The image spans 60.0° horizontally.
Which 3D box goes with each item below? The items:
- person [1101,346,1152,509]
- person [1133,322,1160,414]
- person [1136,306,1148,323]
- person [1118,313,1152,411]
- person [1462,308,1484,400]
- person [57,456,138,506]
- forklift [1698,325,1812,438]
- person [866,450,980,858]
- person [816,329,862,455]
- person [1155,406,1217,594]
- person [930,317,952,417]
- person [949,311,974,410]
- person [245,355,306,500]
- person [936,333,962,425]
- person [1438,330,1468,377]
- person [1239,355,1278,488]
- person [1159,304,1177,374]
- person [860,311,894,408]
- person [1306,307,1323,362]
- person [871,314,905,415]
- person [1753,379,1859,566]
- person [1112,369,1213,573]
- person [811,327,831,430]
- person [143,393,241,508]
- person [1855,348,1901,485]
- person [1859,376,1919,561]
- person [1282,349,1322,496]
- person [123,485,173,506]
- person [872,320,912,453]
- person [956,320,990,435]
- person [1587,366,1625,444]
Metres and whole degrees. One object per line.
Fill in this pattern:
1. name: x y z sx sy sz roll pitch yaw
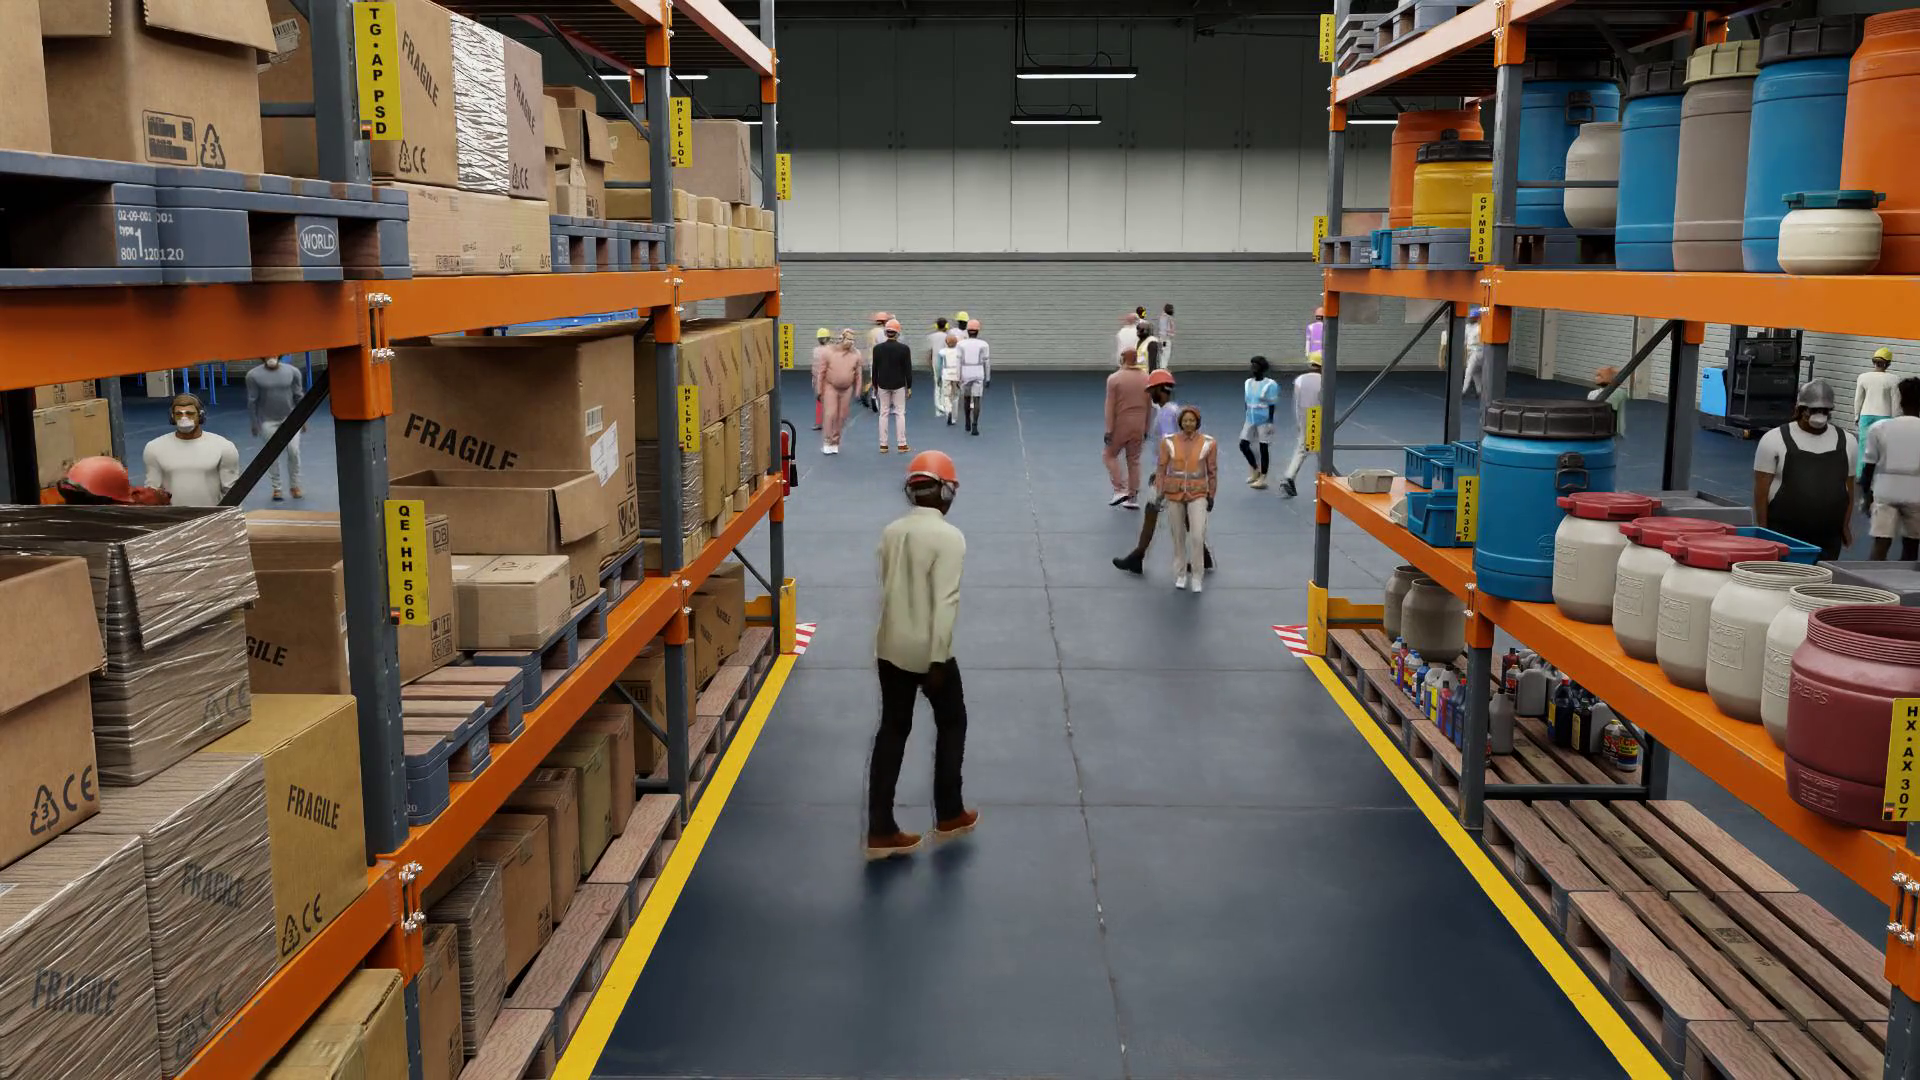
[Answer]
1. person: 1.926 -1.305 19.316 0.668 1.887 0.446 -5 11 -28
2. person: 3.260 -2.911 29.133 0.636 1.821 0.638 -5 11 -26
3. person: 4.083 -4.344 37.578 0.511 1.872 0.328 8 13 41
4. person: 3.363 -3.361 31.626 0.674 1.883 0.751 9 13 44
5. person: 10.794 -3.925 35.009 1.011 1.902 0.607 -5 11 -27
6. person: -3.888 0.644 7.286 0.669 2.005 0.656 6 11 31
7. forklift: 13.248 -3.165 27.620 1.129 2.768 1.873 0 9 1
8. person: -0.188 0.545 8.102 0.631 1.926 0.844 9 13 43
9. person: -1.773 -2.205 24.780 0.702 1.870 0.706 -3 10 -19
10. person: 1.944 -0.339 14.374 0.521 1.611 0.752 2 10 13
11. person: -0.344 -3.209 30.850 0.523 1.848 0.414 5 11 27
12. person: 0.020 -3.510 32.532 0.601 1.942 0.570 -9 13 -43
13. person: -8.204 -1.416 19.970 0.648 1.898 0.622 -4 10 -24
14. person: -0.146 -2.810 29.121 0.515 1.624 0.659 -1 10 -6
15. person: 9.787 -3.550 33.037 0.533 1.789 0.975 4 10 23
16. person: 3.779 -1.493 21.060 0.368 1.684 0.536 -9 13 -42
17. person: 5.301 -5.141 42.598 0.523 1.807 0.699 4 10 23
18. person: -1.611 -3.529 32.623 0.547 1.908 0.869 7 12 37
19. person: 7.648 -4.008 35.469 0.558 1.915 0.885 4 10 21
20. person: -1.345 -3.289 31.230 0.648 1.892 0.655 7 12 35
21. person: 6.033 -0.114 11.856 0.688 2.000 0.536 1 10 8
22. person: 1.935 -0.636 15.395 0.896 1.878 0.572 3 10 16
23. person: -2.284 -2.780 28.571 0.538 1.747 0.709 5 11 26
24. person: -5.410 -0.068 11.761 0.629 1.940 0.372 -3 10 -17
25. person: 11.752 -1.577 21.314 0.328 1.767 0.532 -8 13 -41
26. person: 7.628 -0.356 13.499 0.610 1.942 0.820 8 12 39
27. person: 4.316 -1.436 20.386 0.588 1.799 0.880 9 13 43
28. person: -3.861 0.681 7.661 0.634 1.838 0.725 2 10 14
29. person: -1.015 -2.320 25.081 0.625 1.991 0.391 2 10 14
30. person: 0.228 -2.745 27.947 0.561 1.883 0.953 1 10 6
31. person: 7.671 -1.287 20.012 0.529 1.604 0.695 -3 10 -19
